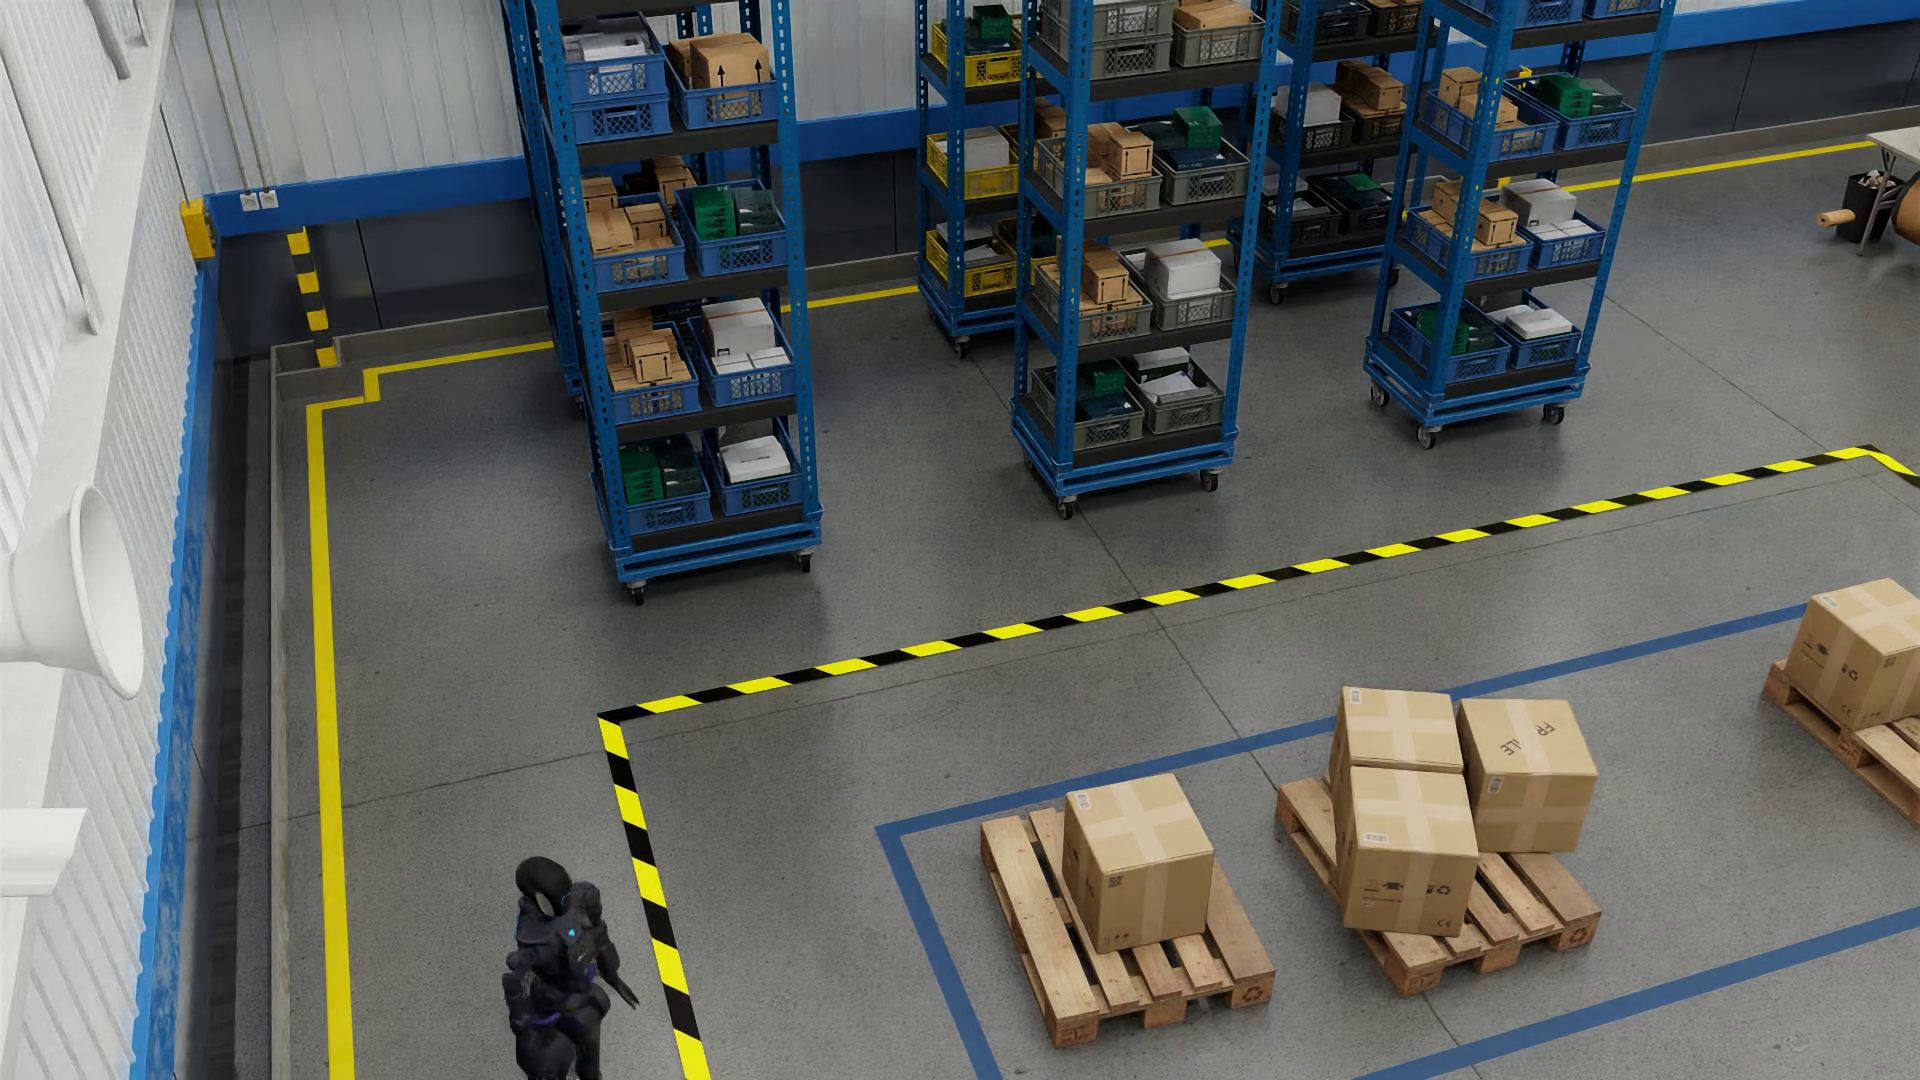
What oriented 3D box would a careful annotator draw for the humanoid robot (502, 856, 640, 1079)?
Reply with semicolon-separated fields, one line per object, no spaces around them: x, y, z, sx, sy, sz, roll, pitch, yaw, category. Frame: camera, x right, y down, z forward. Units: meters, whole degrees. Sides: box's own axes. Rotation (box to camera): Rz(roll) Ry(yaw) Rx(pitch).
-1.474;1.799;6.270;0.315;1.657;0.599;16;38;22;humanoid robot
